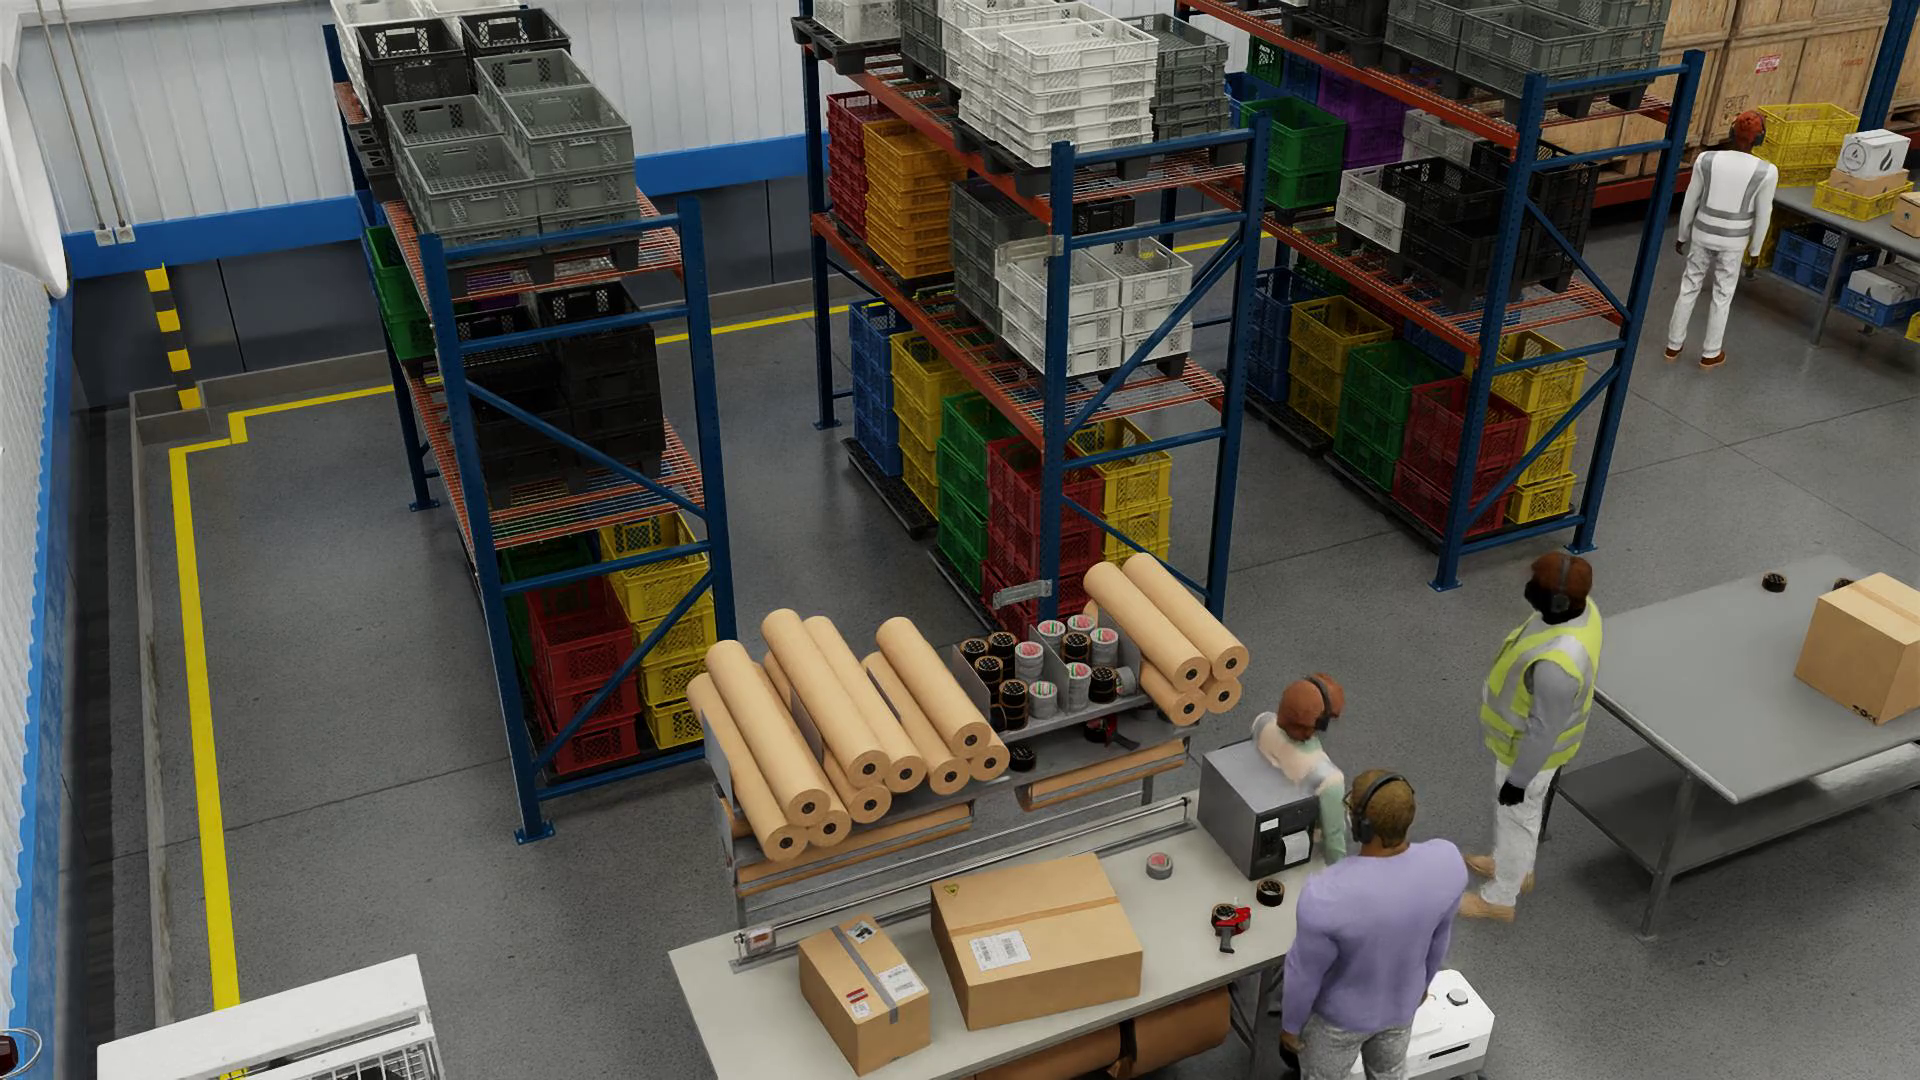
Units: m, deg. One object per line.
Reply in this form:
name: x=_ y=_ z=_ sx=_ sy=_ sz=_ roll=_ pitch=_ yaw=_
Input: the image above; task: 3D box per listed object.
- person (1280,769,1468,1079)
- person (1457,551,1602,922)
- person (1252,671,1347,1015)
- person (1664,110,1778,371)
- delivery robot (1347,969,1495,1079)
person: x=1.391 y=1.597 z=5.784 sx=0.630 sy=1.932 sz=0.367 roll=-10 pitch=33 yaw=-16
person: x=2.422 y=0.842 z=7.097 sx=0.429 sy=1.845 sz=0.642 roll=12 pitch=34 yaw=19
person: x=1.315 y=1.220 z=6.672 sx=0.330 sy=1.636 sz=0.534 roll=-16 pitch=35 yaw=-24
person: x=5.428 y=-2.135 z=11.884 sx=0.585 sy=1.882 sz=0.340 roll=22 pitch=38 yaw=31
delivery robot: x=1.701 y=1.919 z=6.472 sx=0.707 sy=0.478 sz=0.477 roll=-11 pitch=33 yaw=-17
